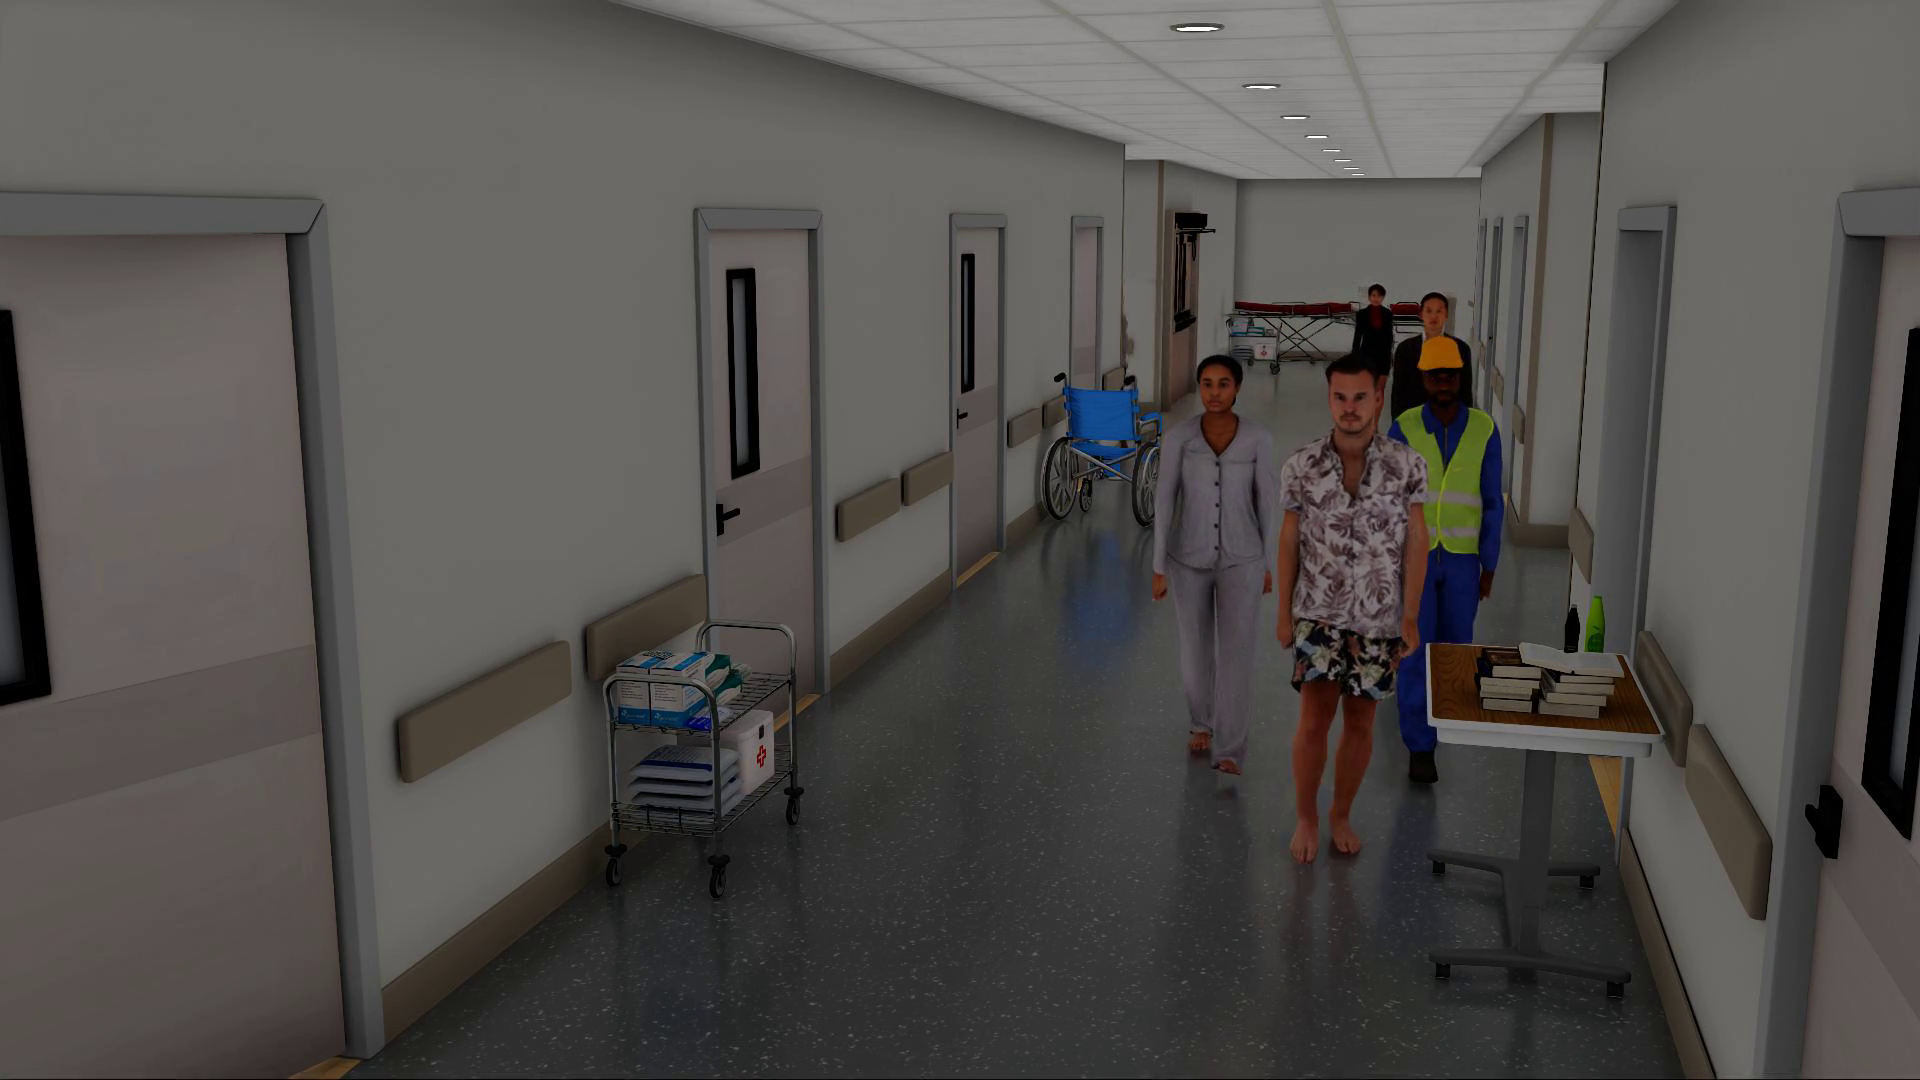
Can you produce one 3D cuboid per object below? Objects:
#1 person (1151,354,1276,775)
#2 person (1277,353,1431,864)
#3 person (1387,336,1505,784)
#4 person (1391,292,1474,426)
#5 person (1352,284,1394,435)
[{"bbox_3d":[1.080,0.086,7.010,0.673,1.698,1.015,2,11,11],"label":"person"},{"bbox_3d":[1.395,0.230,5.991,0.705,1.795,0.697,1,11,6],"label":"person"},{"bbox_3d":[1.940,0.068,6.860,0.802,1.789,1.027,0,11,2],"label":"person"},{"bbox_3d":[3.156,-0.751,11.188,0.677,1.786,0.940,3,11,15],"label":"person"},{"bbox_3d":[4.322,-1.853,17.427,0.648,1.625,0.834,1,11,5],"label":"person"}]
